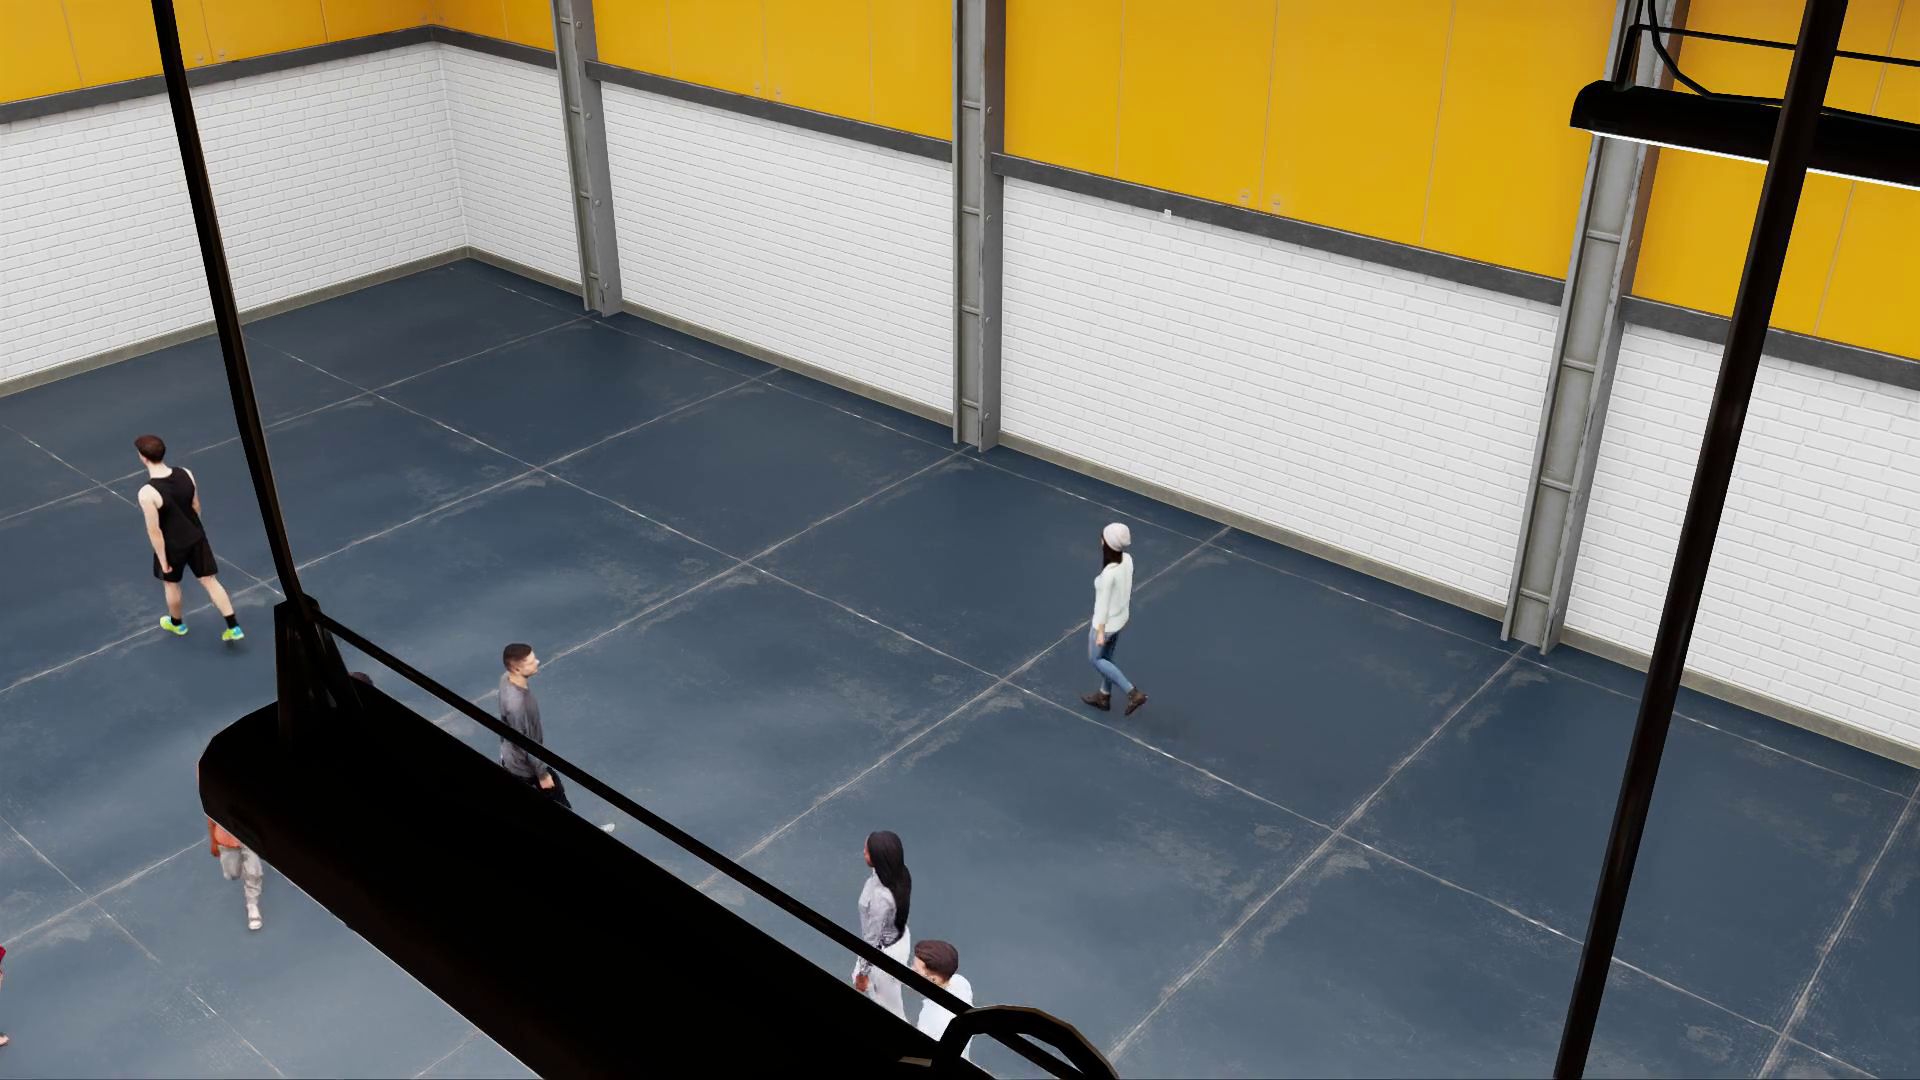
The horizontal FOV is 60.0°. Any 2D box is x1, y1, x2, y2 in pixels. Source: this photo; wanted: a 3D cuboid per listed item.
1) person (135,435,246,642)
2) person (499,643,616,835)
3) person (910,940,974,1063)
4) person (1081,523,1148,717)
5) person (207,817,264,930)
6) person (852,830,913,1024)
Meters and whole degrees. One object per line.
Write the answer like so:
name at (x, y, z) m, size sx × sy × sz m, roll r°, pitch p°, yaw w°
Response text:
person at (-6.228, 0.028, 13.429) m, size 1.151 × 1.859 × 0.732 m, roll 19°, pitch 34°, yaw 30°
person at (-2.956, 1.478, 10.928) m, size 1.102 × 1.708 × 1.169 m, roll -8°, pitch 30°, yaw -14°
person at (-0.003, 2.779, 8.412) m, size 0.816 × 1.835 × 0.787 m, roll 4°, pitch 29°, yaw 7°
person at (1.205, 0.627, 12.564) m, size 0.849 × 1.635 × 0.646 m, roll 16°, pitch 33°, yaw 27°
person at (-4.638, 1.853, 10.673) m, size 0.705 × 1.294 × 0.827 m, roll -10°, pitch 30°, yaw -17°
person at (-0.328, 2.345, 9.333) m, size 0.772 × 1.713 × 0.726 m, roll 4°, pitch 29°, yaw 7°
